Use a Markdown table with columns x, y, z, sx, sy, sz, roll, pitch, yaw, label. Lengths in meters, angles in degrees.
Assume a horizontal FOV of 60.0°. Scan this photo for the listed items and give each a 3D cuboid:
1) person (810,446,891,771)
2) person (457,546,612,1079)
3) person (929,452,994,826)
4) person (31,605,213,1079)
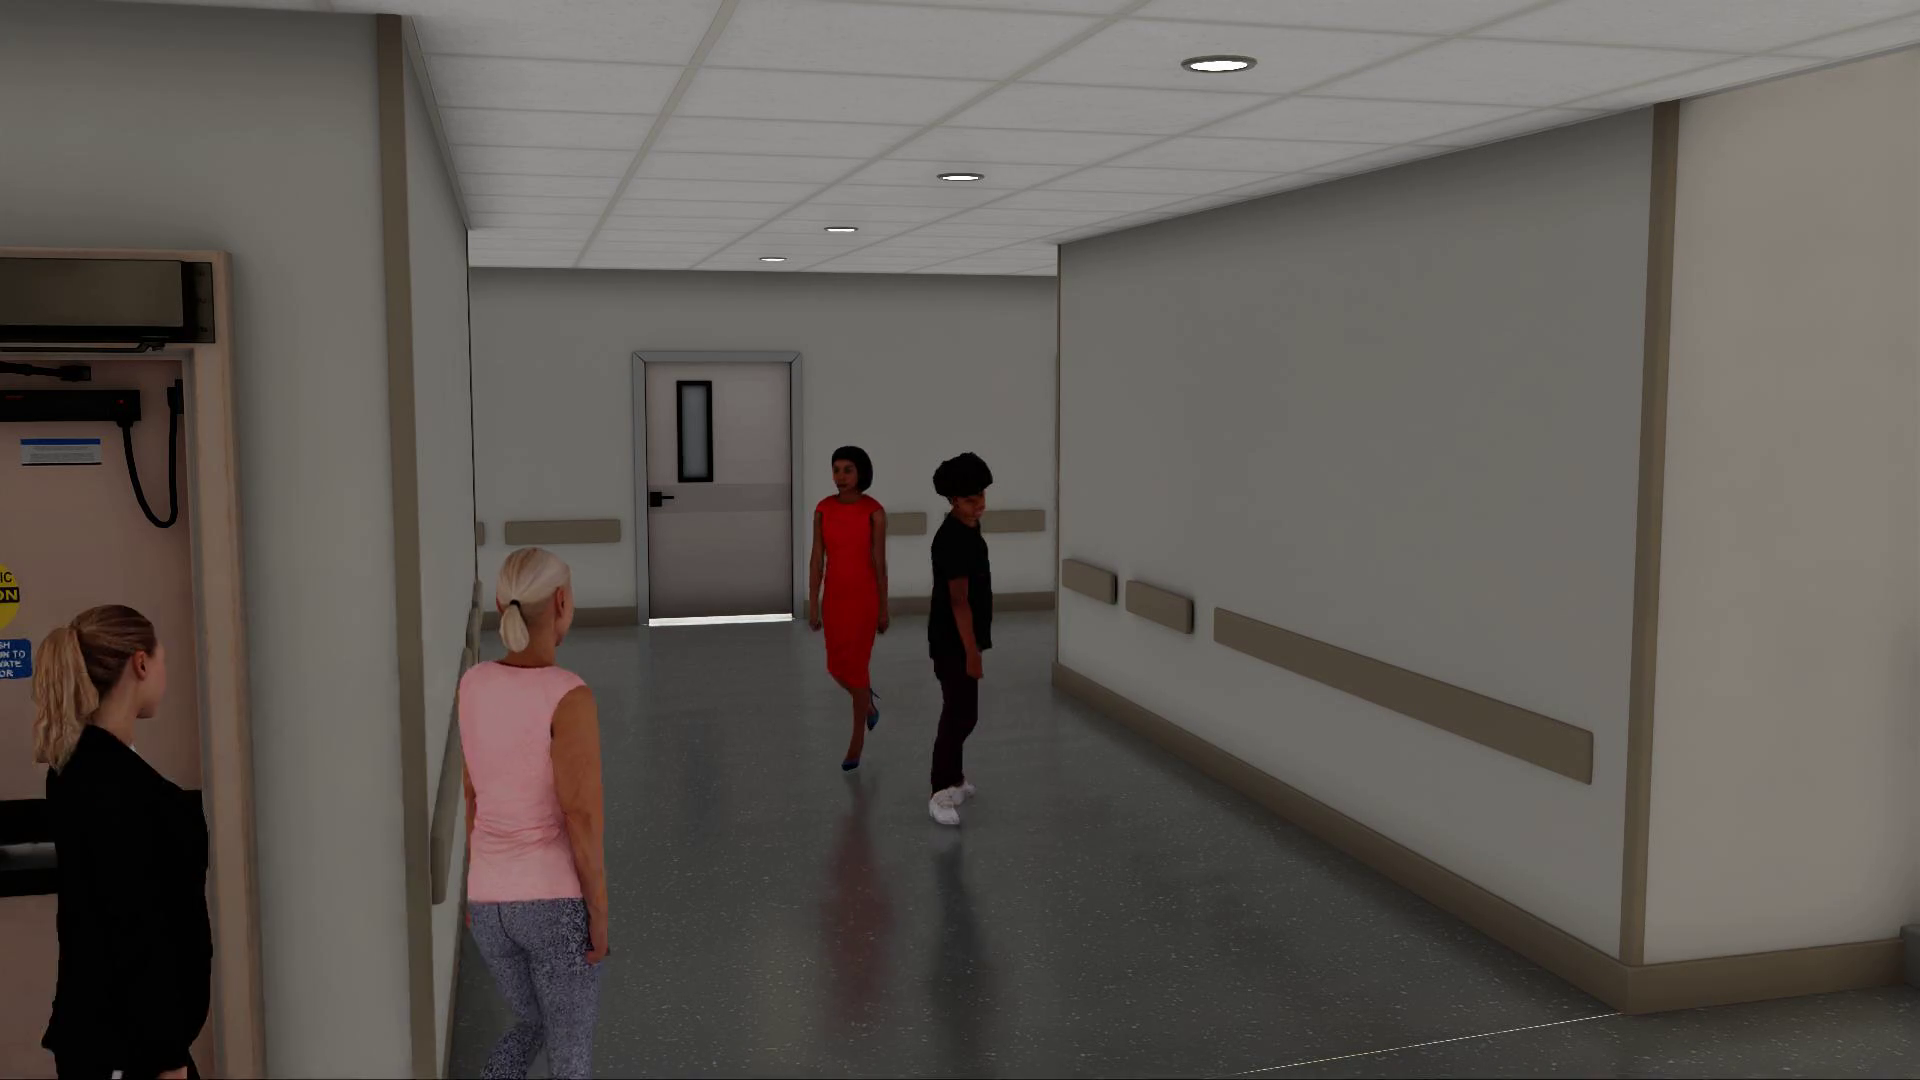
| x | y | z | sx | sy | sz | roll | pitch | yaw | label |
| --- | --- | --- | --- | --- | --- | --- | --- | --- | --- |
| -0.558 | 0.360 | 9.070 | 0.940 | 1.723 | 0.927 | 1 | 6 | 14 | person |
| -1.063 | 0.886 | 3.910 | 0.761 | 1.710 | 0.816 | 3 | 7 | 28 | person |
| -0.021 | 0.445 | 8.071 | 0.723 | 1.755 | 0.889 | -1 | 6 | -10 | person |
| -1.649 | 0.995 | 3.068 | 1.151 | 1.663 | 0.865 | -3 | 7 | -28 | person |
